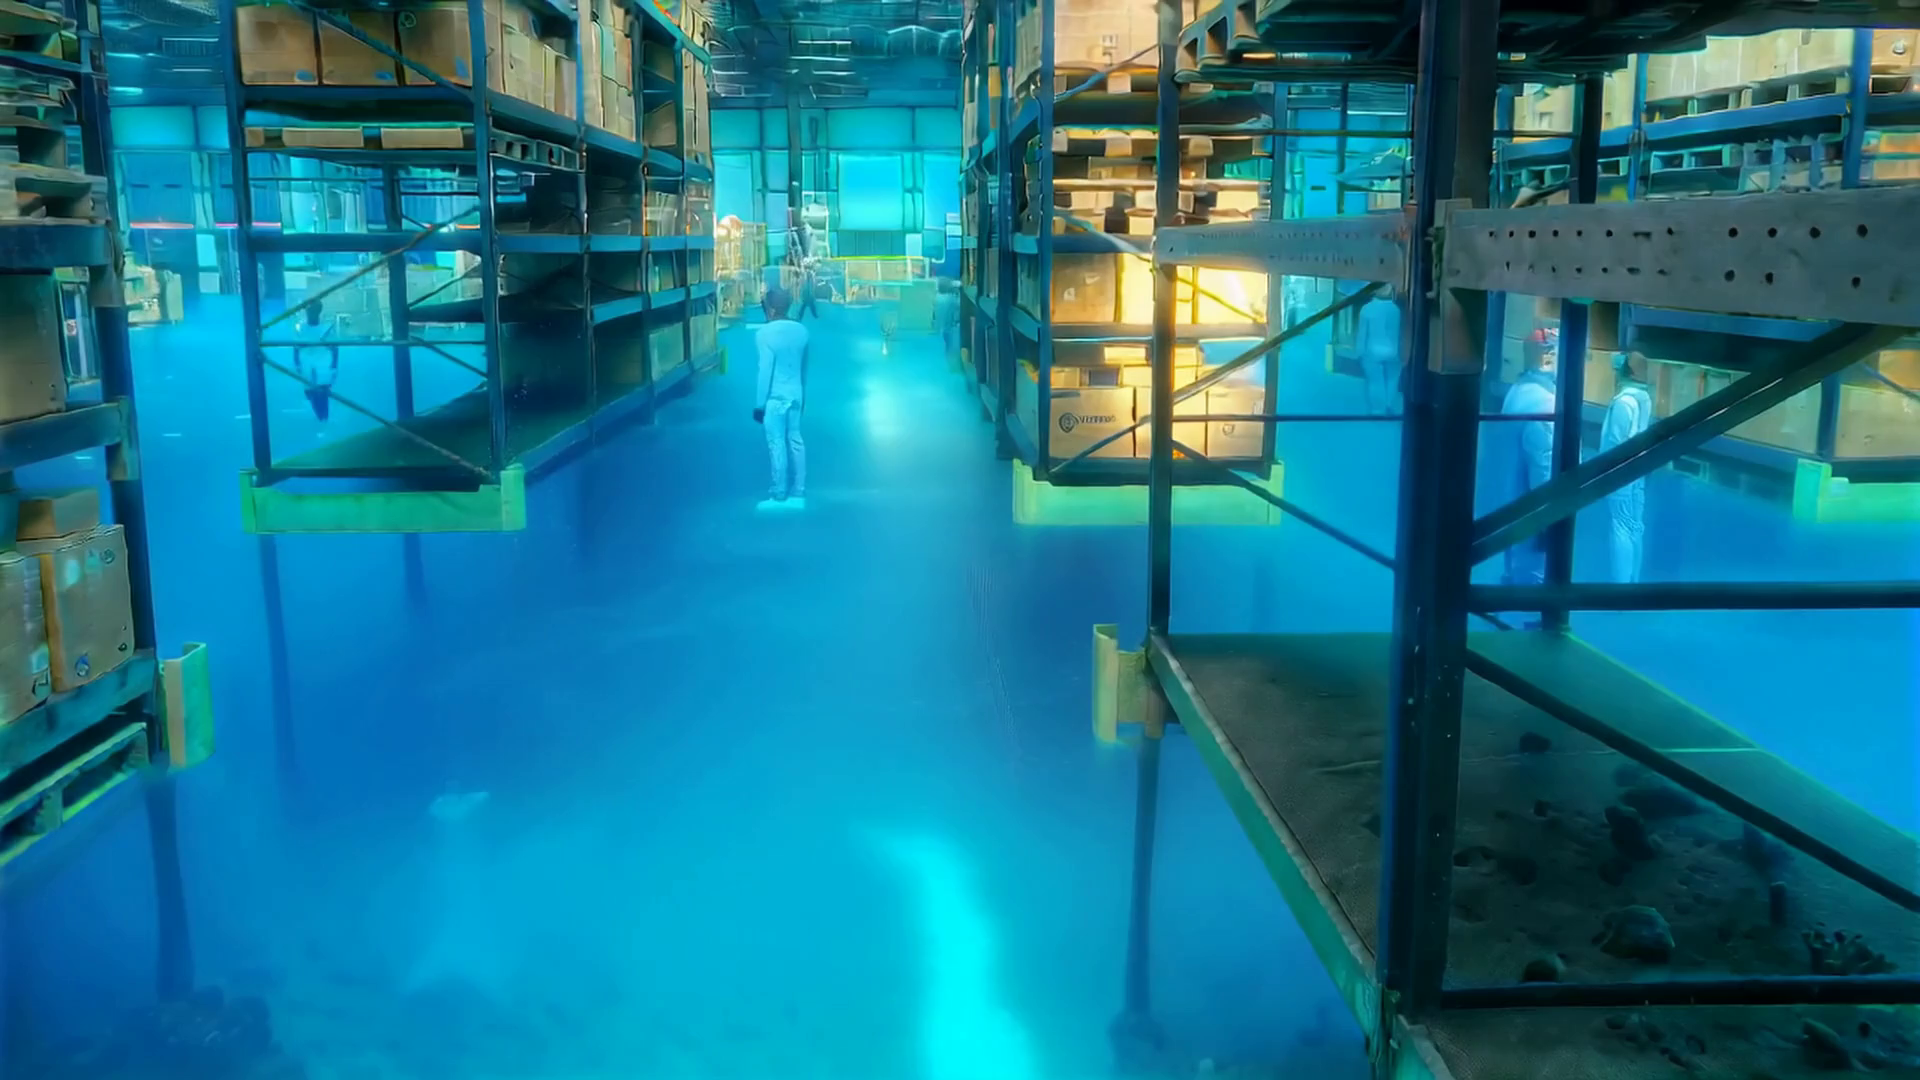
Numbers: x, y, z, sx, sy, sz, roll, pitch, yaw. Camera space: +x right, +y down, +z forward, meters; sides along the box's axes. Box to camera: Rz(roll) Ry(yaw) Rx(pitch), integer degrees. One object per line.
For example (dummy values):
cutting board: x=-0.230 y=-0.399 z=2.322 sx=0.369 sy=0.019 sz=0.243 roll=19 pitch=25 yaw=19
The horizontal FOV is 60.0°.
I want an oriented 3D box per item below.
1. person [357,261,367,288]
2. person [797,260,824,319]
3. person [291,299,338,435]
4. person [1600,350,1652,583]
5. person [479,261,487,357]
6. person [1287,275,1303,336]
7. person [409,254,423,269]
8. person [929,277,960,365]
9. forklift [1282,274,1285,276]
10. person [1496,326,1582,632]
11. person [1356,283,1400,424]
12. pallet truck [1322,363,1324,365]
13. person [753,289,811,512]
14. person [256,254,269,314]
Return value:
person: x=-21.906 y=-9.366 z=60.717 sx=0.863 sy=1.655 sz=0.540 roll=0 pitch=10 yaw=1
person: x=-4.517 y=-7.556 z=50.232 sx=0.970 sy=1.787 sz=0.523 roll=4 pitch=11 yaw=20
person: x=-7.898 y=-2.143 z=20.435 sx=0.531 sy=1.670 sz=0.773 roll=-1 pitch=10 yaw=-8
person: x=4.369 y=-0.424 z=10.939 sx=0.307 sy=1.641 sz=0.511 roll=8 pitch=13 yaw=37
person: x=-9.556 y=-4.689 z=33.786 sx=0.362 sy=1.963 sz=0.613 roll=-8 pitch=13 yaw=-37
person: x=8.367 y=-6.053 z=41.467 sx=0.374 sy=1.939 sz=0.545 roll=-1 pitch=10 yaw=-6
person: x=-19.030 y=-9.039 z=58.223 sx=0.610 sy=1.893 sz=0.664 roll=4 pitch=11 yaw=23
person: x=-0.312 y=-4.176 z=31.737 sx=0.567 sy=1.662 sz=0.718 roll=7 pitch=12 yaw=35
forklift: x=12.240 y=-10.302 z=62.509 sx=1.129 sy=2.768 sz=1.873 roll=0 pitch=10 yaw=-2
person: x=3.013 y=-0.151 z=8.660 sx=0.408 sy=1.913 sz=0.643 roll=1 pitch=10 yaw=7
person: x=5.407 y=-2.405 z=21.283 sx=0.671 sy=1.884 sz=0.499 roll=2 pitch=10 yaw=11
pallet truck: x=7.712 y=-4.157 z=30.737 sx=1.885 sy=1.965 sz=0.823 roll=3 pitch=11 yaw=16
person: x=-1.563 y=-1.214 z=14.503 sx=0.364 sy=1.939 sz=0.636 roll=7 pitch=12 yaw=35
person: x=-22.849 y=-8.327 z=54.134 sx=0.630 sy=1.940 sz=0.373 roll=4 pitch=11 yaw=21
